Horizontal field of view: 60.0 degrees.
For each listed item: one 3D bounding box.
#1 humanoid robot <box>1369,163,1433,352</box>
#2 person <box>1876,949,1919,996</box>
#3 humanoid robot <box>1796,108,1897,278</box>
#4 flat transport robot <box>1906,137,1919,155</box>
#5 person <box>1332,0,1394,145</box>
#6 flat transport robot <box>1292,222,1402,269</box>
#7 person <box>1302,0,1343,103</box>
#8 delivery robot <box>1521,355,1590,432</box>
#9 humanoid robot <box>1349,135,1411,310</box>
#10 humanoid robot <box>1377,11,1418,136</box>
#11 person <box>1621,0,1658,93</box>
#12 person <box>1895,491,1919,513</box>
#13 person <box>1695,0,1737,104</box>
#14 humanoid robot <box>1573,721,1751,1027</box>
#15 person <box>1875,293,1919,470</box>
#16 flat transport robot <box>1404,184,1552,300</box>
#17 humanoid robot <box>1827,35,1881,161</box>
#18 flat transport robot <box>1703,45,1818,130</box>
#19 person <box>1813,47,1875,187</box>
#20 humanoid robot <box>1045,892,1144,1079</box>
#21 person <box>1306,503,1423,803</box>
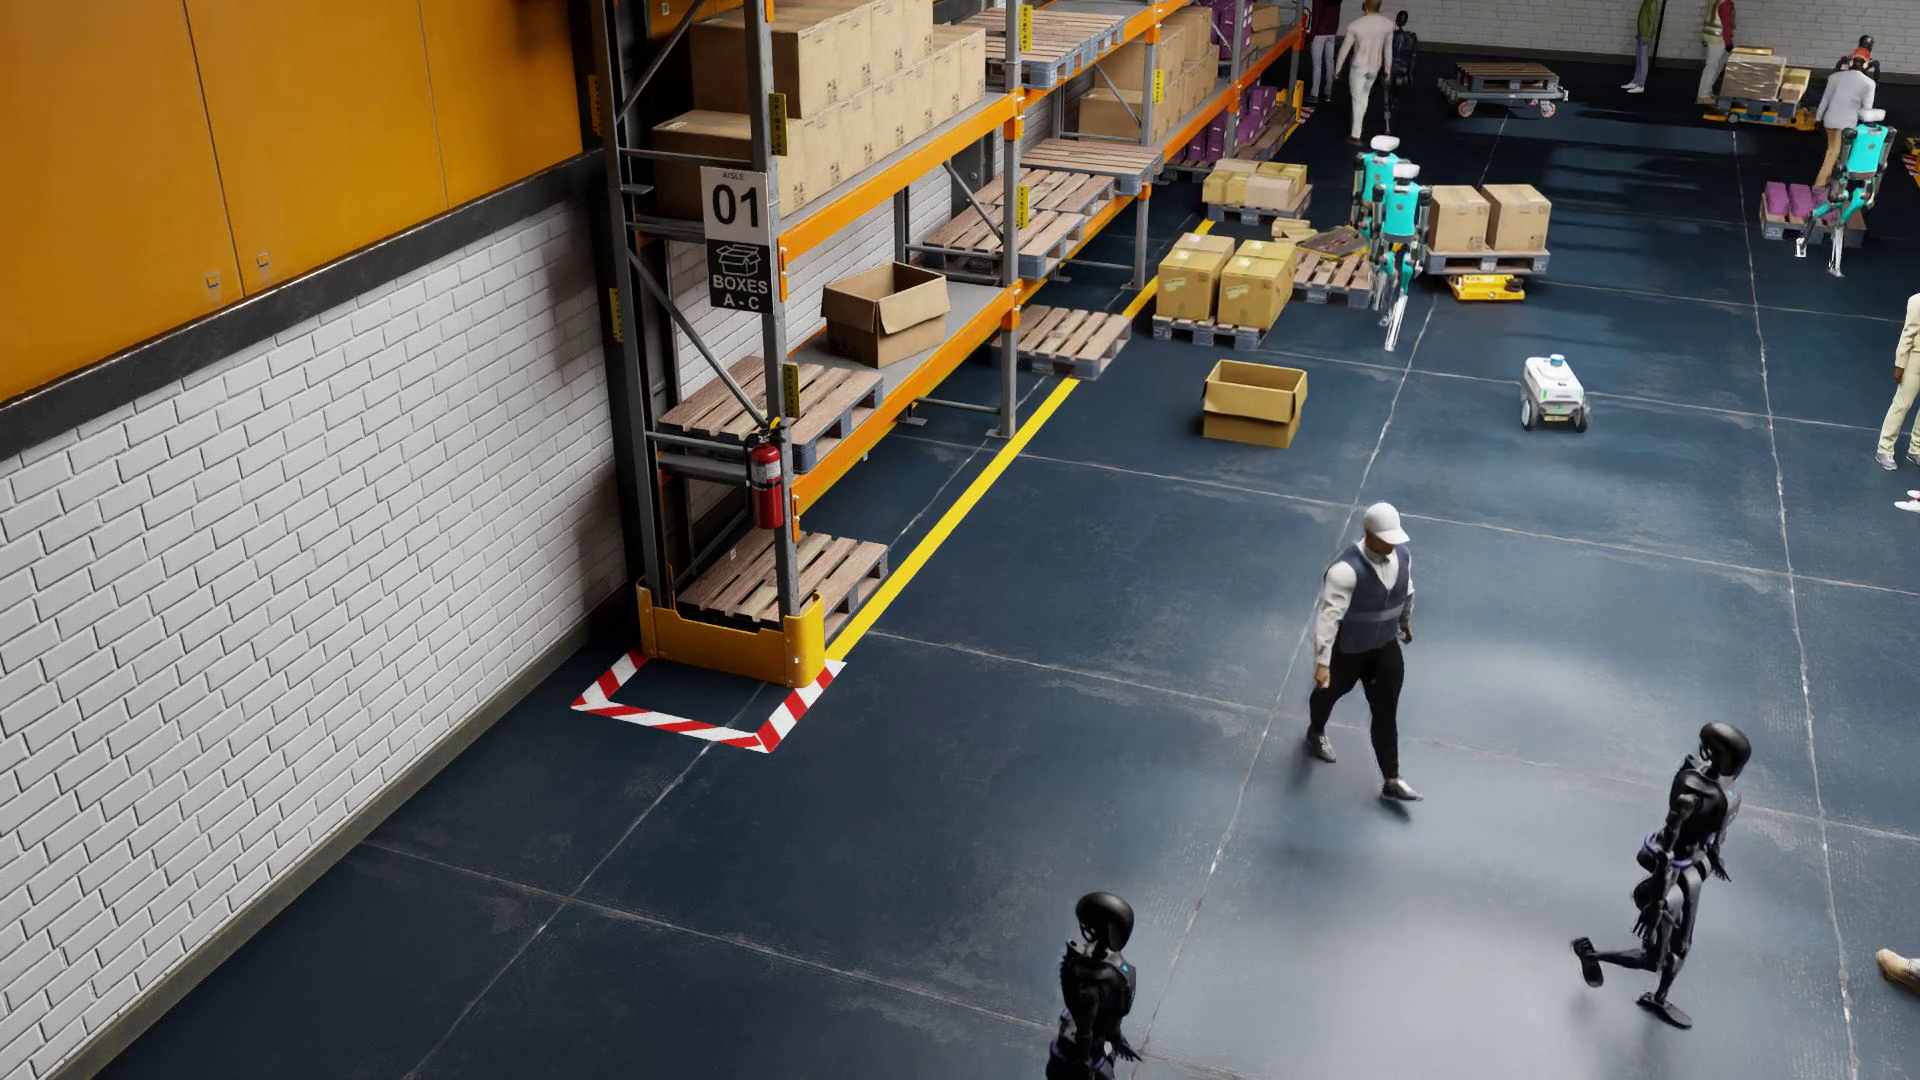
[{"bbox_3d":[4.089,-2.684,15.385,0.552,1.782,0.964,11,29,21],"label":"humanoid robot"},{"bbox_3d":[4.815,1.415,7.350,0.613,1.787,0.940,-25,36,-39],"label":"person"},{"bbox_3d":[9.124,-3.672,17.299,0.556,1.783,0.932,-1,27,-2],"label":"humanoid robot"},{"bbox_3d":[13.176,-5.114,21.669,1.431,0.231,0.659,10,29,18],"label":"flat transport robot"},{"bbox_3d":[5.329,-6.260,22.098,0.758,1.905,0.695,-4,28,-8],"label":"person"},{"bbox_3d":[4.077,-3.094,17.753,0.659,0.231,1.431,22,35,36],"label":"flat transport robot"},{"bbox_3d":[5.296,-7.364,24.208,0.488,1.946,0.429,-12,29,-21],"label":"person"},{"bbox_3d":[4.931,-1.231,13.847,0.499,0.614,0.818,2,27,4],"label":"delivery robot"},{"bbox_3d":[4.093,-3.072,16.169,0.550,1.822,0.805,14,30,25],"label":"humanoid robot"},{"bbox_3d":[5.878,-6.346,22.586,0.586,1.631,0.792,0,27,1],"label":"humanoid robot"},{"bbox_3d":[10.222,-7.537,24.878,0.287,1.633,0.500,3,27,6],"label":"person"},{"bbox_3d":[7.219,-0.967,12.148,0.280,1.628,0.501,24,36,38],"label":"person"},{"bbox_3d":[11.033,-7.244,24.100,0.554,1.826,0.642,5,28,9],"label":"person"},{"bbox_3d":[3.151,1.436,7.431,0.611,1.643,0.512,-22,34,-36],"label":"humanoid robot"},{"bbox_3d":[7.470,-1.358,12.777,0.555,1.743,0.343,2,27,3],"label":"person"},{"bbox_3d":[5.287,-2.789,17.161,0.659,0.231,1.431,0,27,0],"label":"flat transport robot"},{"bbox_3d":[11.177,-5.506,20.918,0.612,1.631,0.650,24,36,38],"label":"humanoid robot"},{"bbox_3d":[11.251,-5.973,23.337,1.431,0.231,0.659,15,31,27],"label":"flat transport robot"},{"bbox_3d":[10.577,-5.002,19.866,0.696,1.707,0.604,-18,32,-31],"label":"person"},{"bbox_3d":[0.531,2.020,6.336,0.766,1.625,0.590,8,28,14],"label":"humanoid robot"},{"bbox_3d":[2.222,0.588,9.029,0.787,1.702,0.936,-11,29,-20],"label":"person"}]
